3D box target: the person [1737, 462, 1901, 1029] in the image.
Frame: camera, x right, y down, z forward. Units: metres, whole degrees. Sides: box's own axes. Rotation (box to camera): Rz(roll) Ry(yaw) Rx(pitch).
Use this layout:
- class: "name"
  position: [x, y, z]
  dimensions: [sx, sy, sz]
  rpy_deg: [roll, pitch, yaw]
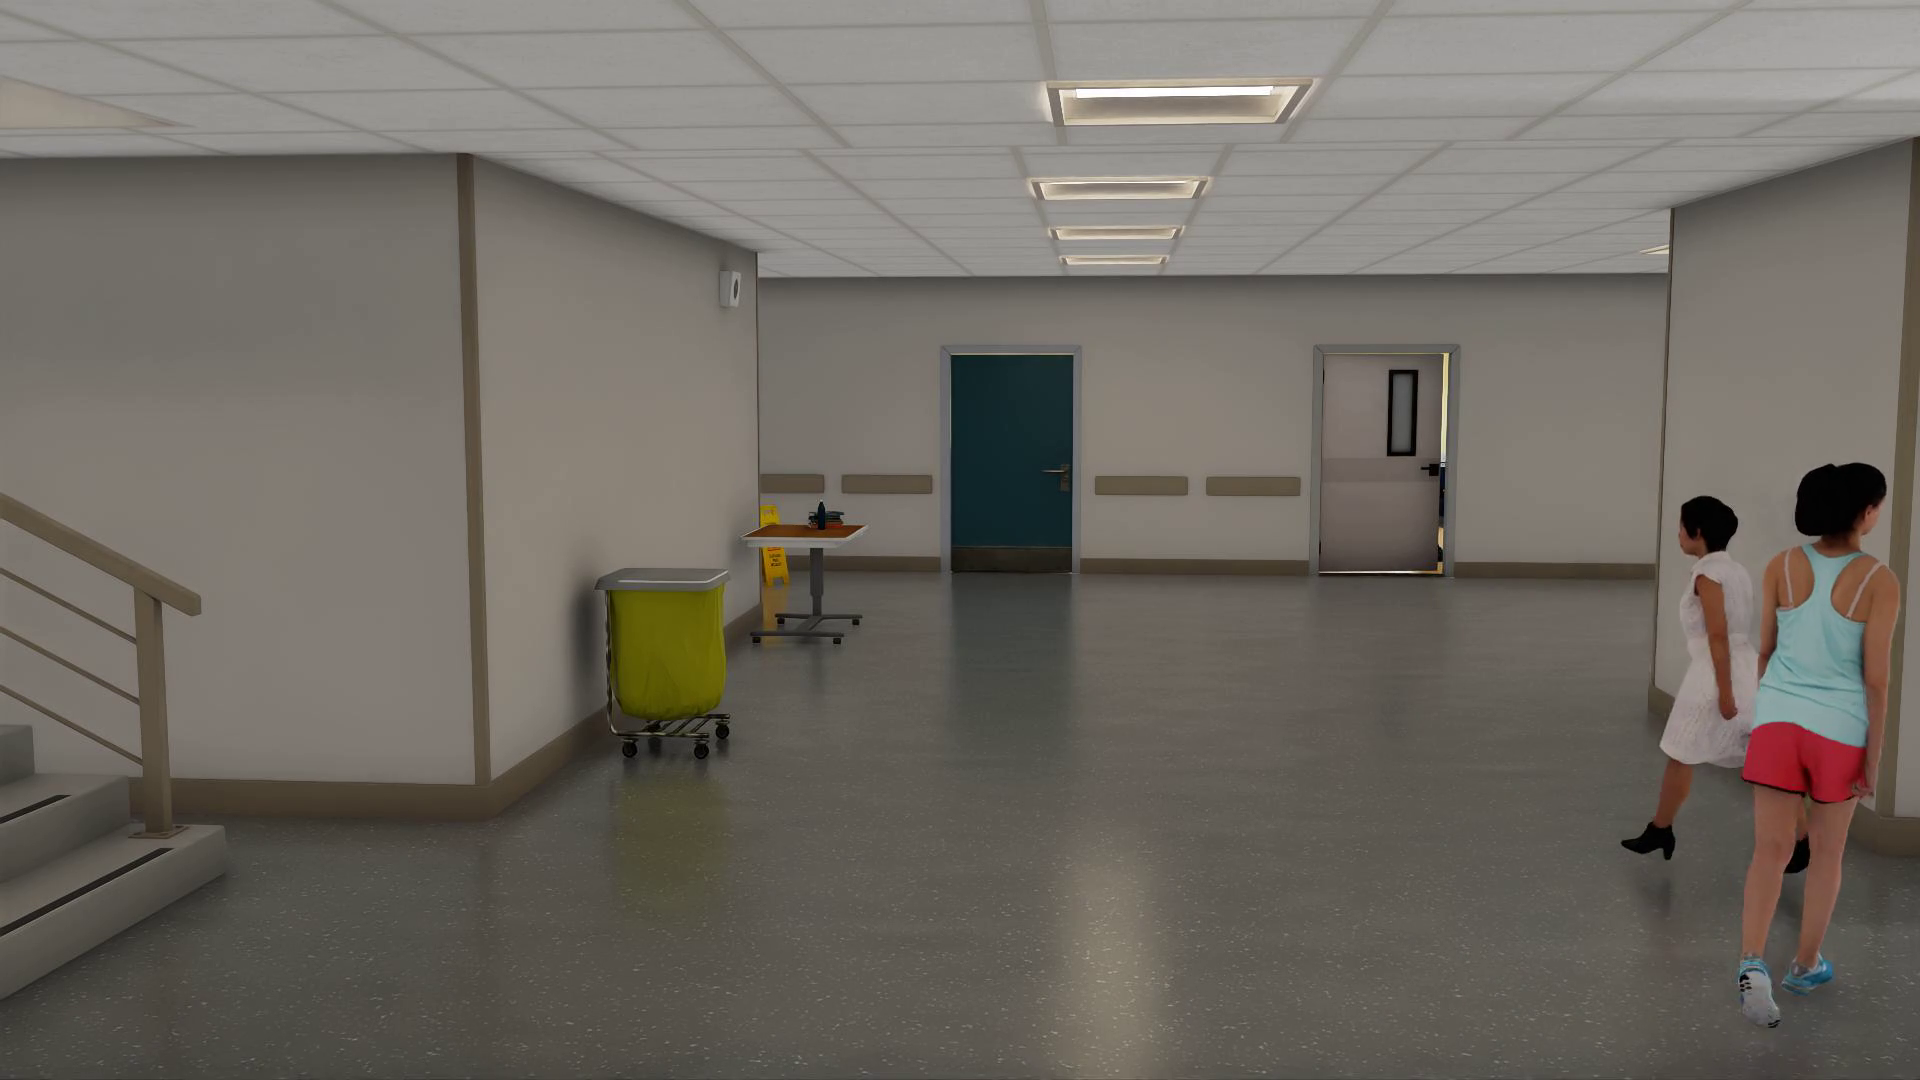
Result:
- class: "person"
  position: [2.596, 0.652, 5.129]
  dimensions: [1.126, 1.731, 1.097]
  rpy_deg: [5, 8, 40]

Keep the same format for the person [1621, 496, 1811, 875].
- class: "person"
  position: [3.114, 0.617, 6.615]
  dimensions: [0.952, 1.503, 1.036]
  rpy_deg: [-5, 8, -43]
